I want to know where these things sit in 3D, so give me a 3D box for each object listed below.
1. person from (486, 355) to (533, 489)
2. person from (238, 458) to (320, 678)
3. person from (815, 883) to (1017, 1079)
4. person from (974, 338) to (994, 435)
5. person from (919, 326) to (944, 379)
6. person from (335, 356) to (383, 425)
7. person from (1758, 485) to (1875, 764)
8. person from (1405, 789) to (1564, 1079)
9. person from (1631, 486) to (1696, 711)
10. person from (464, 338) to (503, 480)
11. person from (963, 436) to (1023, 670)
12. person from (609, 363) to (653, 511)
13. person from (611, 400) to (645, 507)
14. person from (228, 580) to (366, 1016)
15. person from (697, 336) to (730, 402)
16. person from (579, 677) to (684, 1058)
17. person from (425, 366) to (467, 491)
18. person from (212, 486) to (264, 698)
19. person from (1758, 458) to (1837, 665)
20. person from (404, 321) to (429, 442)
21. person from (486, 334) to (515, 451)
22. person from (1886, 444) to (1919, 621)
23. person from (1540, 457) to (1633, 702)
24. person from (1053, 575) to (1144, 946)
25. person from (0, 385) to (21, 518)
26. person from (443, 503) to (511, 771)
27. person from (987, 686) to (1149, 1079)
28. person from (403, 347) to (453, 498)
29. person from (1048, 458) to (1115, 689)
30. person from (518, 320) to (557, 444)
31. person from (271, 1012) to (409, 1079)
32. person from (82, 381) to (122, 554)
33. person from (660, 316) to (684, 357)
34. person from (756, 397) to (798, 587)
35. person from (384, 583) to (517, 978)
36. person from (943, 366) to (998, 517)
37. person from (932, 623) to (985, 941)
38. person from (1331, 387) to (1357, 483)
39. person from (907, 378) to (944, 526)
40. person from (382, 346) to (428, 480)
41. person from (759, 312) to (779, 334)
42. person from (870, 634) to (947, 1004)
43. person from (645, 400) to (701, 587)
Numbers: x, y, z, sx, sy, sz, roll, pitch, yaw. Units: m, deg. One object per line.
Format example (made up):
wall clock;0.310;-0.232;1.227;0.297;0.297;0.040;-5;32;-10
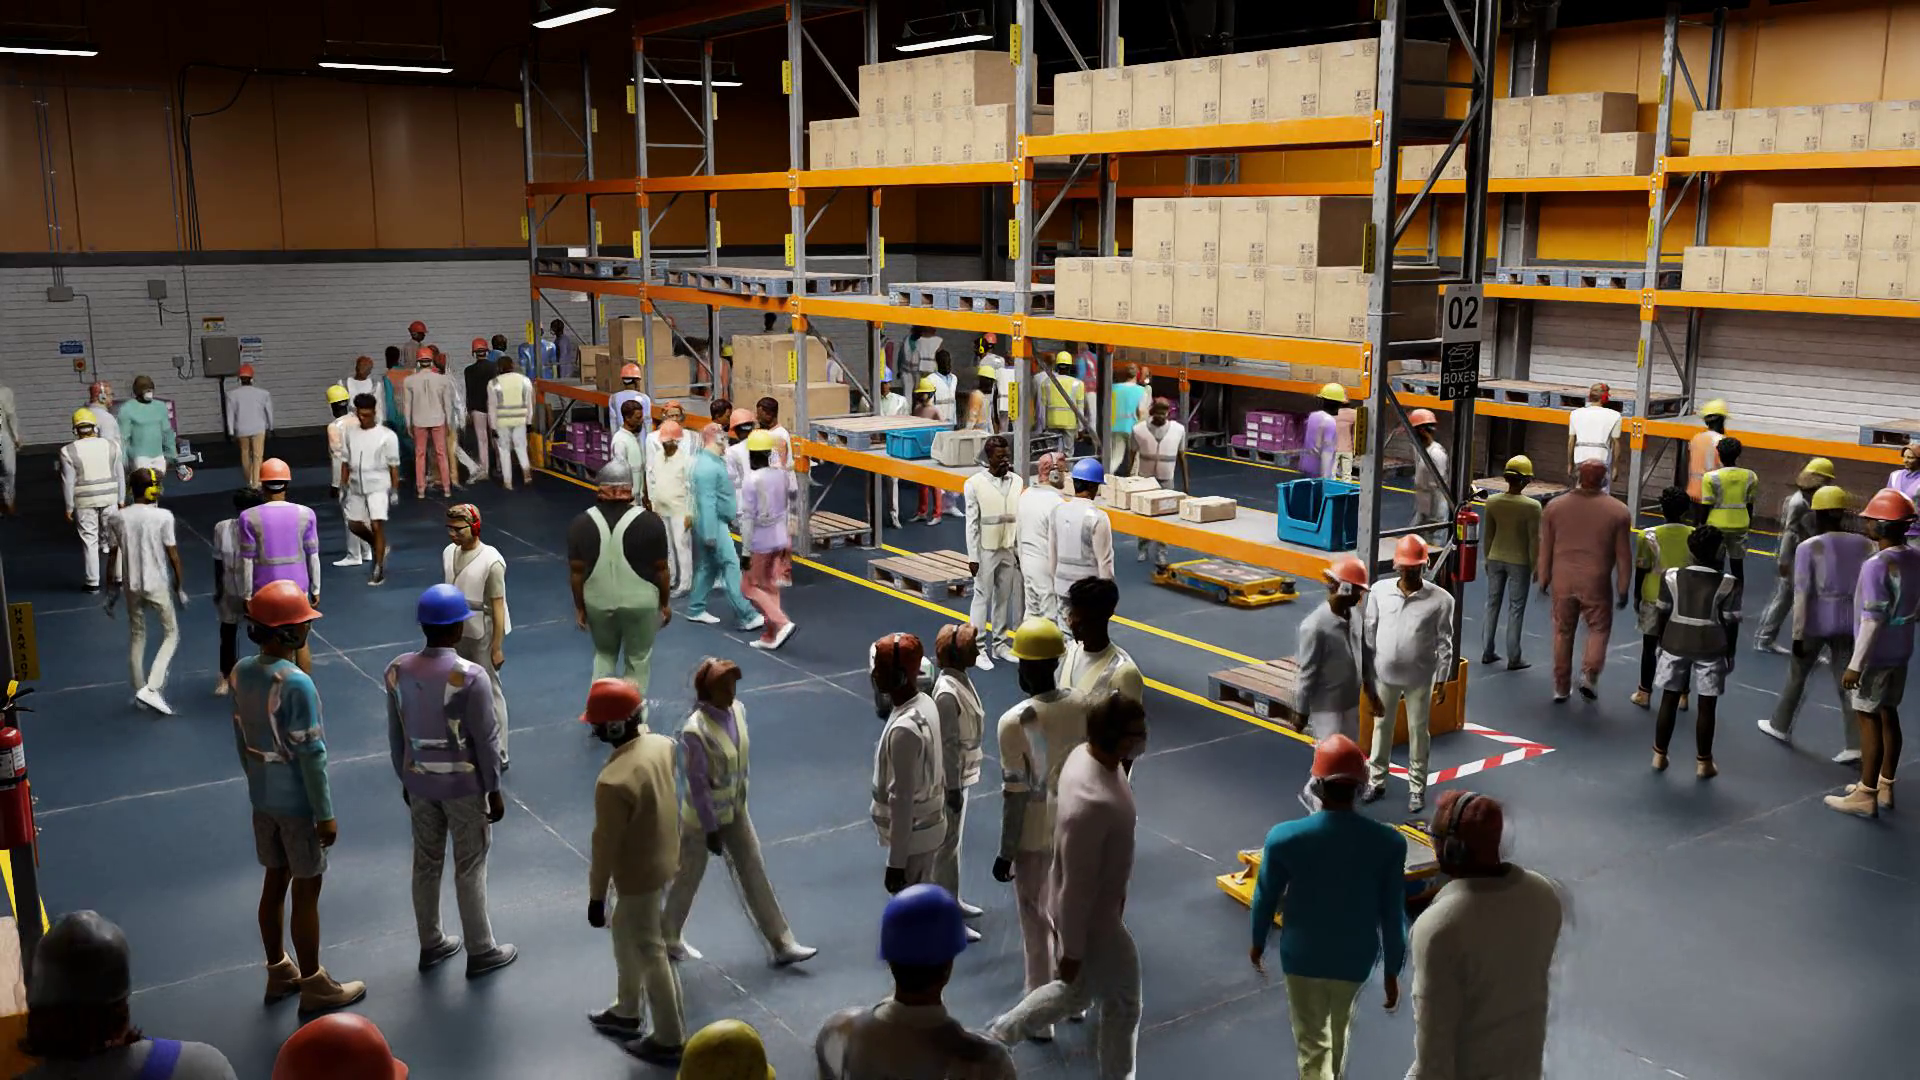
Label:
person;-6.068;-1.578;22.468;0.639;1.828;0.536;-7;13;-31
person;-5.047;0.350;12.366;0.550;1.924;0.391;-7;13;-32
person;-0.093;1.873;4.526;0.608;1.952;0.392;5;12;24
person;0.355;-2.130;25.232;0.334;1.860;0.509;4;12;20
person;-0.537;-3.034;29.906;0.594;1.828;0.427;4;12;20
person;-7.935;-1.483;21.979;0.628;1.858;0.474;-5;12;-26
person;5.961;0.572;11.397;0.600;1.877;0.992;-1;11;-4
person;1.683;1.724;5.543;0.662;1.849;1.038;-6;12;-26
person;5.329;0.439;12.506;0.534;1.695;0.320;2;11;11
person;-6.692;-1.844;23.416;0.392;1.991;0.613;10;15;42
person;0.284;0.091;13.700;0.593;1.920;0.392;-10;15;-41
person;-3.944;-1.163;20.073;0.544;1.938;0.356;2;11;12
person;-3.285;-0.441;16.454;0.385;1.909;0.602;1;11;4
person;-3.106;1.191;7.750;0.605;2.045;0.377;8;14;36
person;-3.600;-2.042;24.496;0.361;1.963;0.612;9;14;39
person;-1.511;1.430;7.310;0.648;1.725;0.586;3;11;15
person;-6.970;-1.505;22.407;0.643;1.713;0.316;0;11;0
person;-5.508;0.382;12.886;0.577;1.657;0.531;3;11;14
person;7.072;0.168;13.867;0.748;1.696;0.500;10;15;42
person;-8.871;-2.589;27.256;0.414;1.985;0.616;1;11;5
person;-7.240;-2.319;26.234;0.634;1.841;0.429;9;14;39
person;8.677;-0.069;15.234;0.308;1.641;0.516;-5;12;-24
person;4.743;0.313;12.641;0.684;1.887;0.408;6;13;28
person;0.652;1.133;8.243;0.368;1.967;0.602;-6;13;-28
person;-11.808;-1.197;20.281;0.666;1.918;0.656;-9;14;-39
person;-3.197;0.654;11.037;0.561;1.836;0.394;9;14;38
person;0.442;1.486;6.604;0.847;1.909;0.641;0;11;2
person;-7.005;-1.548;21.931;0.613;1.984;0.409;-4;12;-20
person;0.908;0.365;12.242;0.400;1.941;0.604;-10;15;-41
person;-6.817;-2.548;26.894;0.607;2.040;0.378;-5;12;-22
person;-1.358;2.003;3.716;0.623;1.992;0.396;4;12;19
person;-9.425;-0.798;18.318;0.659;1.899;0.397;8;14;37
person;-4.934;-2.765;28.032;0.623;2.026;0.443;7;13;32
person;-1.842;-0.486;16.694;0.399;1.908;0.599;-4;12;-19
person;-2.483;1.170;8.101;0.613;1.947;0.388;4;12;21
person;0.242;-1.199;20.469;0.967;1.853;0.659;0;11;-1
person;-0.024;1.229;8.589;0.310;1.642;0.514;1;11;4
person;4.621;-1.058;20.312;0.507;1.633;0.278;-2;11;-8
person;-0.407;-1.054;19.953;0.312;1.769;0.522;-10;15;-42
person;-7.794;-1.763;23.234;0.566;1.899;0.612;4;12;18
person;-3.532;-3.234;30.730;0.626;1.918;0.677;7;13;31
person;-0.235;1.333;7.467;0.351;1.878;0.568;1;11;3
person;-2.838;-0.451;16.570;0.572;1.883;0.356;-5;12;-24
